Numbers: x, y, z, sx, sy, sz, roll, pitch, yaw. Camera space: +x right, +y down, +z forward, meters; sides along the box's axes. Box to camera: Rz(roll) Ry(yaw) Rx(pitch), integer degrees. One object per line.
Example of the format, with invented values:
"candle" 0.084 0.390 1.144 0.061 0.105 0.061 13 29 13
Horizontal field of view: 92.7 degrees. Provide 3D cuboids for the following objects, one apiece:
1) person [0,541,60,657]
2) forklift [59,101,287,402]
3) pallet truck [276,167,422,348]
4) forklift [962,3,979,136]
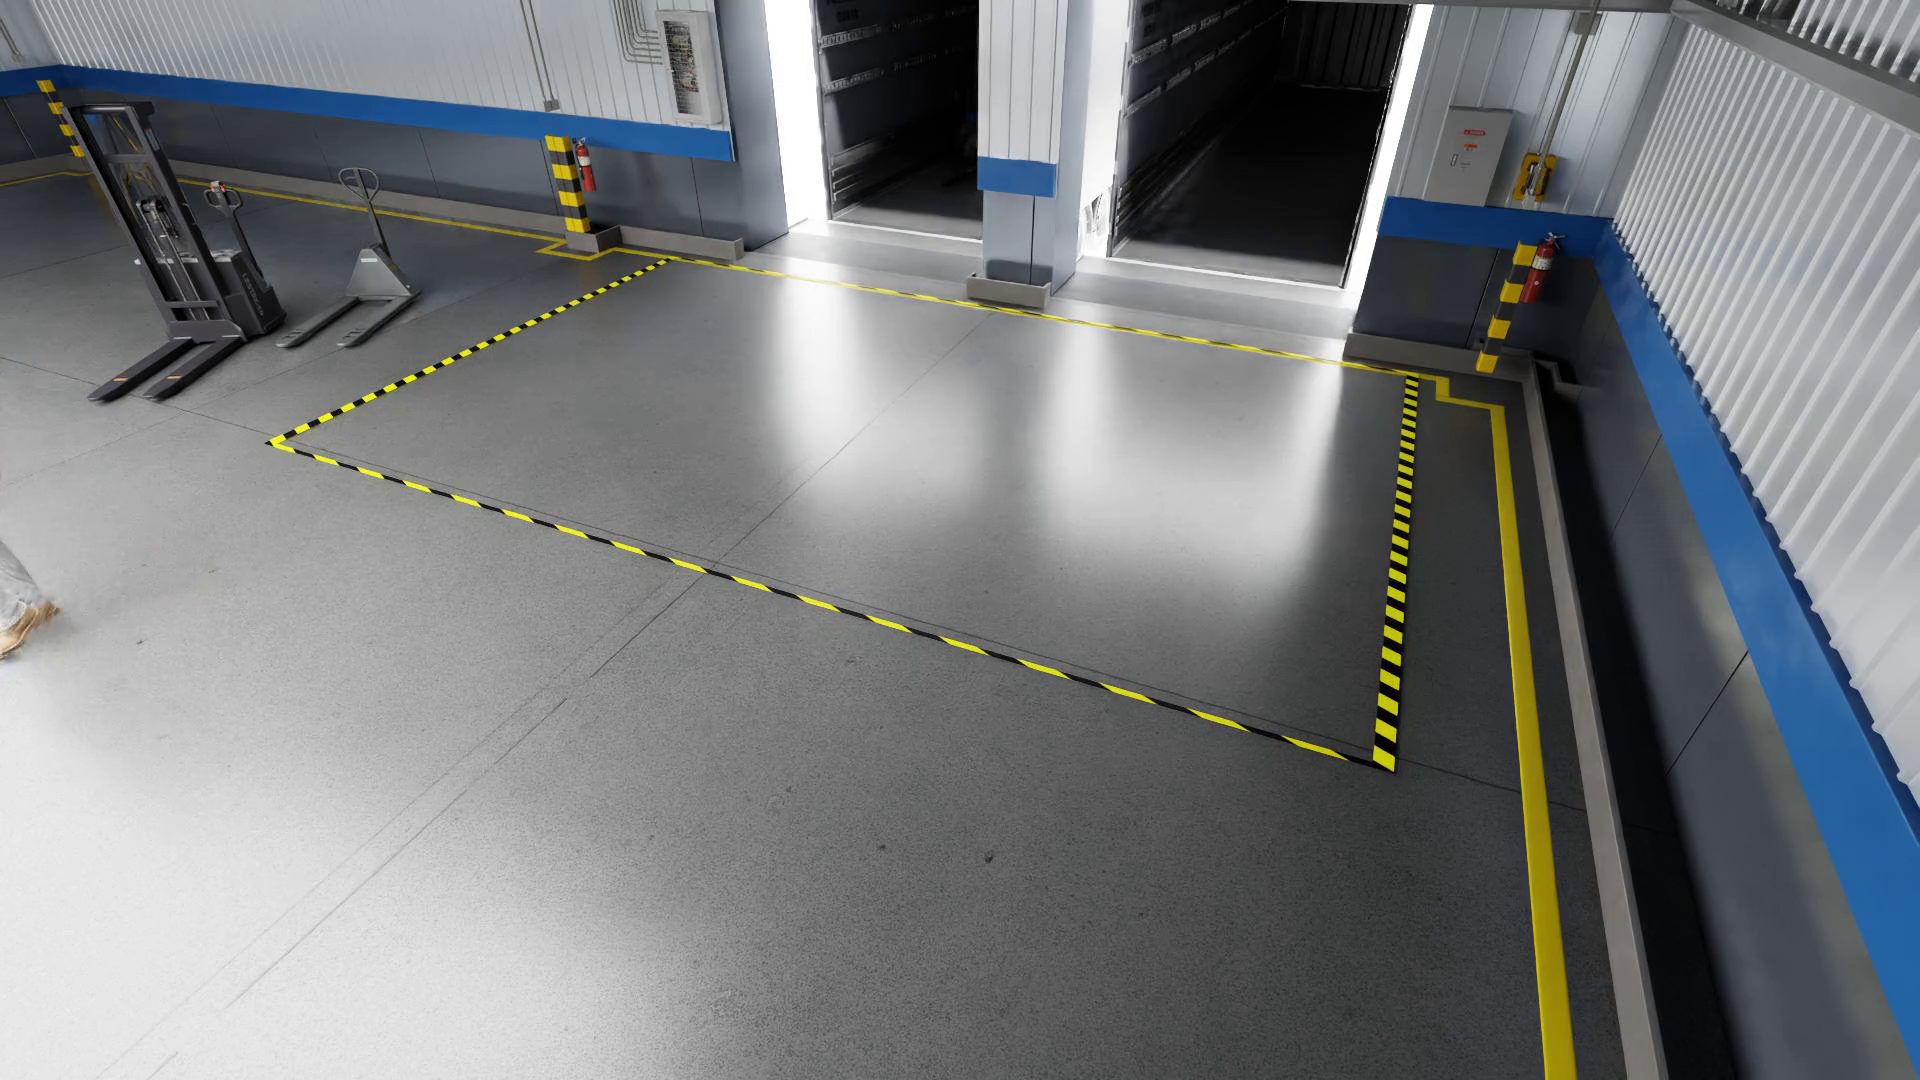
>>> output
"person" -5.095 -0.208 4.467 0.673 1.819 0.462 19 39 25
"forklift" -6.686 -2.387 7.434 0.823 1.965 1.885 -3 35 -5
"pallet truck" -5.732 -2.611 8.414 0.680 1.201 1.601 -1 35 -1
"forklift" 0.939 -6.750 13.363 1.157 2.036 2.680 13 37 18
